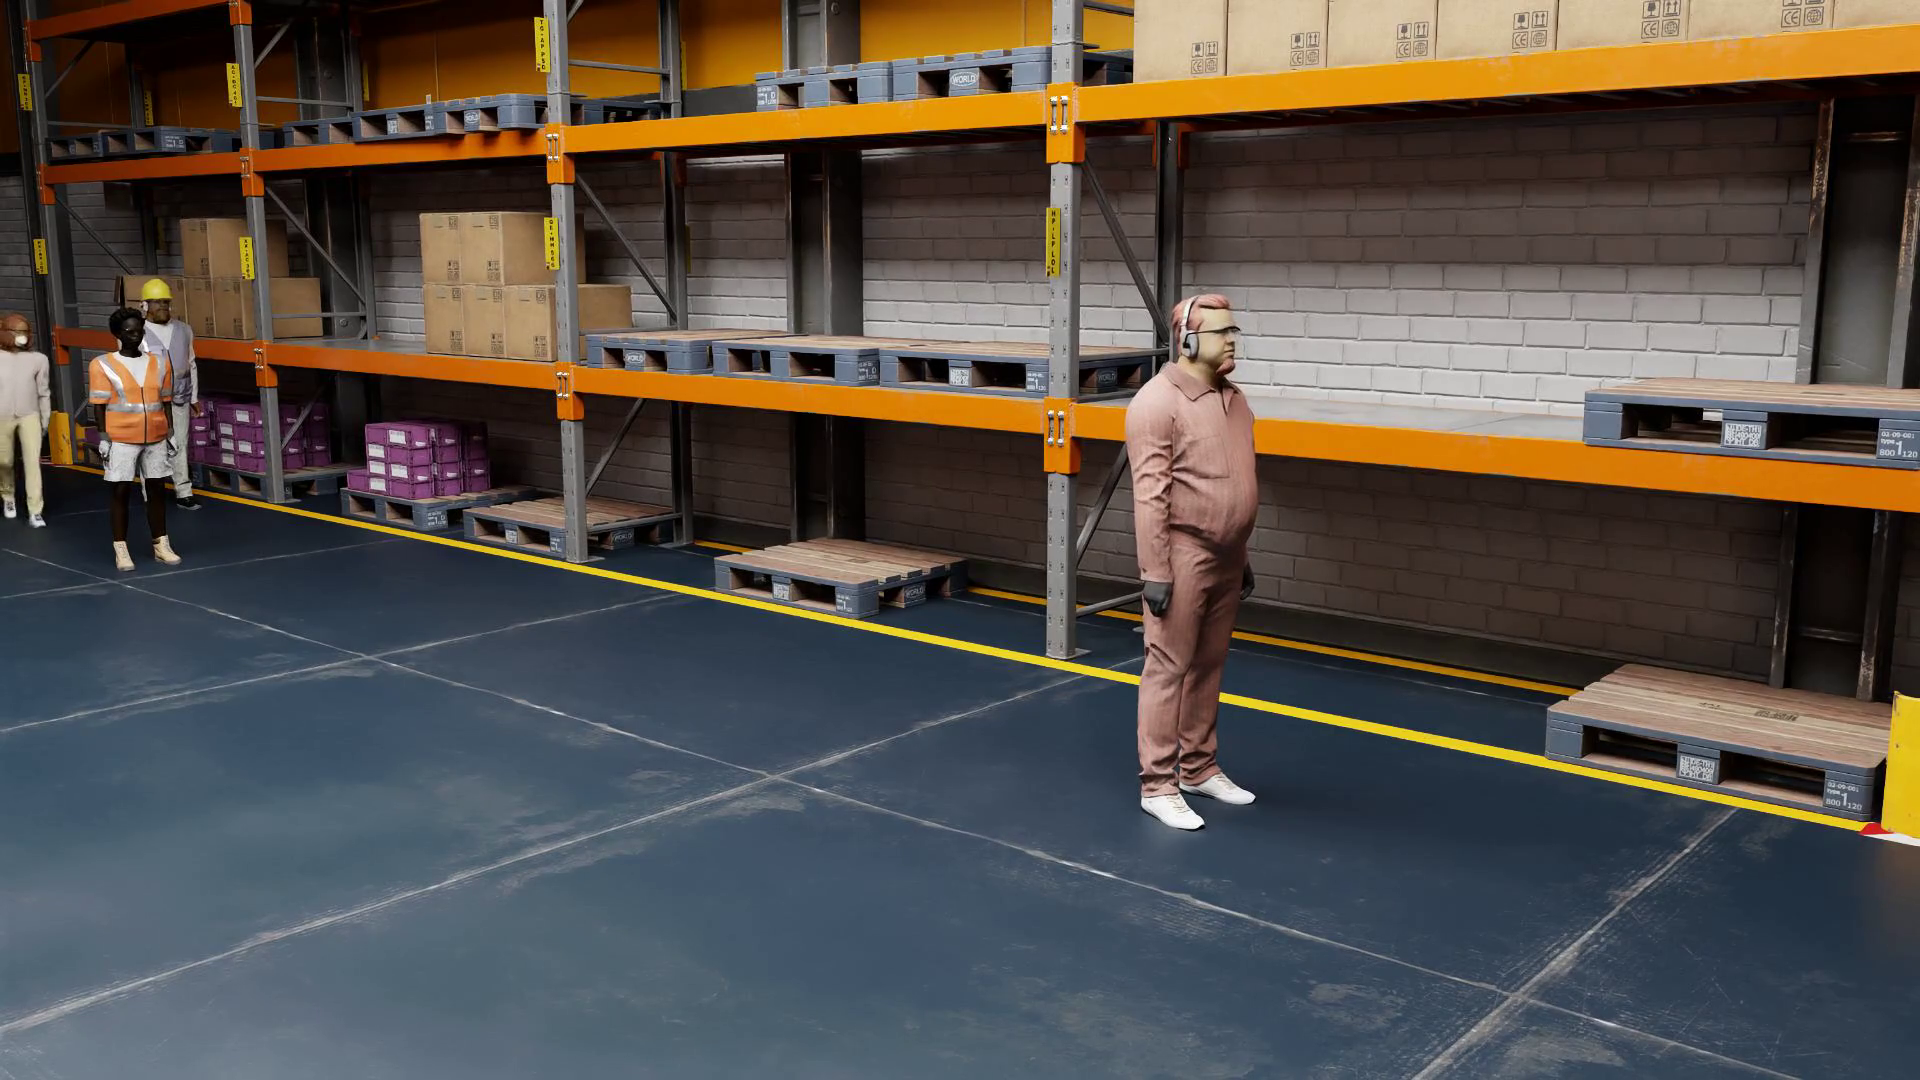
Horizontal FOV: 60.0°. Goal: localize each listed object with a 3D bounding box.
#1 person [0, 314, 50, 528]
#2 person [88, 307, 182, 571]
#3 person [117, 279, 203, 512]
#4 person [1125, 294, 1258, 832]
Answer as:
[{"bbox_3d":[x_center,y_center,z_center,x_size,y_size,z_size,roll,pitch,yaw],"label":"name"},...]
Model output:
[{"bbox_3d":[-7.148,-0.921,12.591,0.505,1.586,0.872,-7,12,-36],"label":"person"},{"bbox_3d":[-5.341,-0.656,10.789,0.318,1.700,0.535,8,13,39],"label":"person"},{"bbox_3d":[-6.261,-1.123,13.068,0.404,1.833,0.590,8,13,39],"label":"person"},{"bbox_3d":[0.874,0.071,6.045,0.411,1.913,0.643,8,13,39],"label":"person"}]
